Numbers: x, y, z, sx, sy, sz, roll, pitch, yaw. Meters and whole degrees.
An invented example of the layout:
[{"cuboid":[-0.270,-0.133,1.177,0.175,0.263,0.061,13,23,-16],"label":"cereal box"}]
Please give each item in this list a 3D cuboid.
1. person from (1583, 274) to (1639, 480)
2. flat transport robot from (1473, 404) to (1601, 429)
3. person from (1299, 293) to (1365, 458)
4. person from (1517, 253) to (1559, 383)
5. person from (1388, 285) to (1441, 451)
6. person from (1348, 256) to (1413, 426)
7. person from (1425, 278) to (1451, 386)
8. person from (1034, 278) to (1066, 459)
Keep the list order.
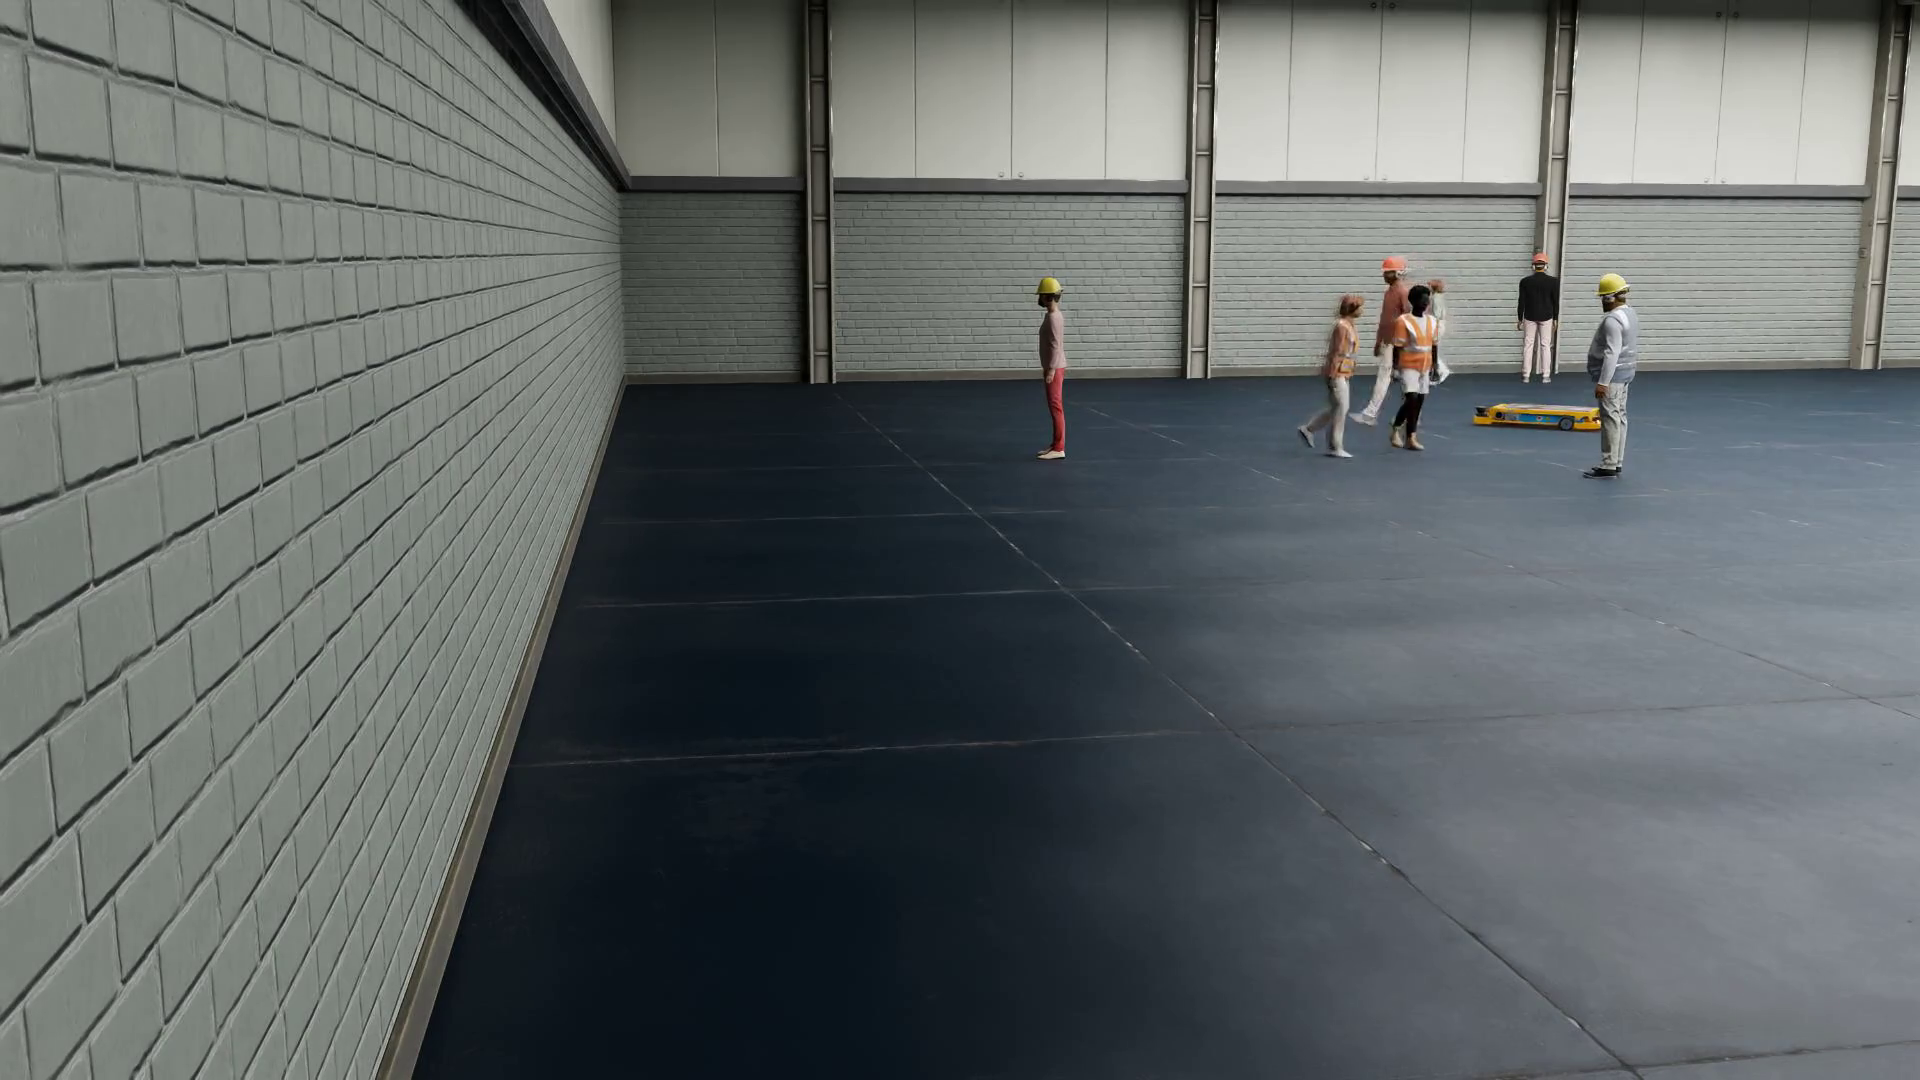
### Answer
[{"cuboid":[5.791,-1.449,14.813,0.403,1.822,0.588,7,12,35],"label":"person"},{"cuboid":[6.732,-1.435,19.193,1.431,0.197,0.652,6,11,30],"label":"flat transport robot"},{"cuboid":[3.668,-1.619,16.399,0.585,1.618,0.549,5,11,26],"label":"person"},{"cuboid":[8.922,-3.419,25.679,0.611,1.987,0.392,3,10,17],"label":"person"},{"cuboid":[4.605,-1.731,16.809,0.542,1.681,0.359,-6,11,-29],"label":"person"},{"cuboid":[4.911,-2.298,19.289,0.936,1.957,0.657,-1,10,-3],"label":"person"},{"cuboid":[7.086,-3.096,24.863,0.393,1.621,0.531,2,10,13],"label":"person"},{"cuboid":[0.875,-1.668,16.239,0.326,1.767,0.533,1,10,4],"label":"person"}]
